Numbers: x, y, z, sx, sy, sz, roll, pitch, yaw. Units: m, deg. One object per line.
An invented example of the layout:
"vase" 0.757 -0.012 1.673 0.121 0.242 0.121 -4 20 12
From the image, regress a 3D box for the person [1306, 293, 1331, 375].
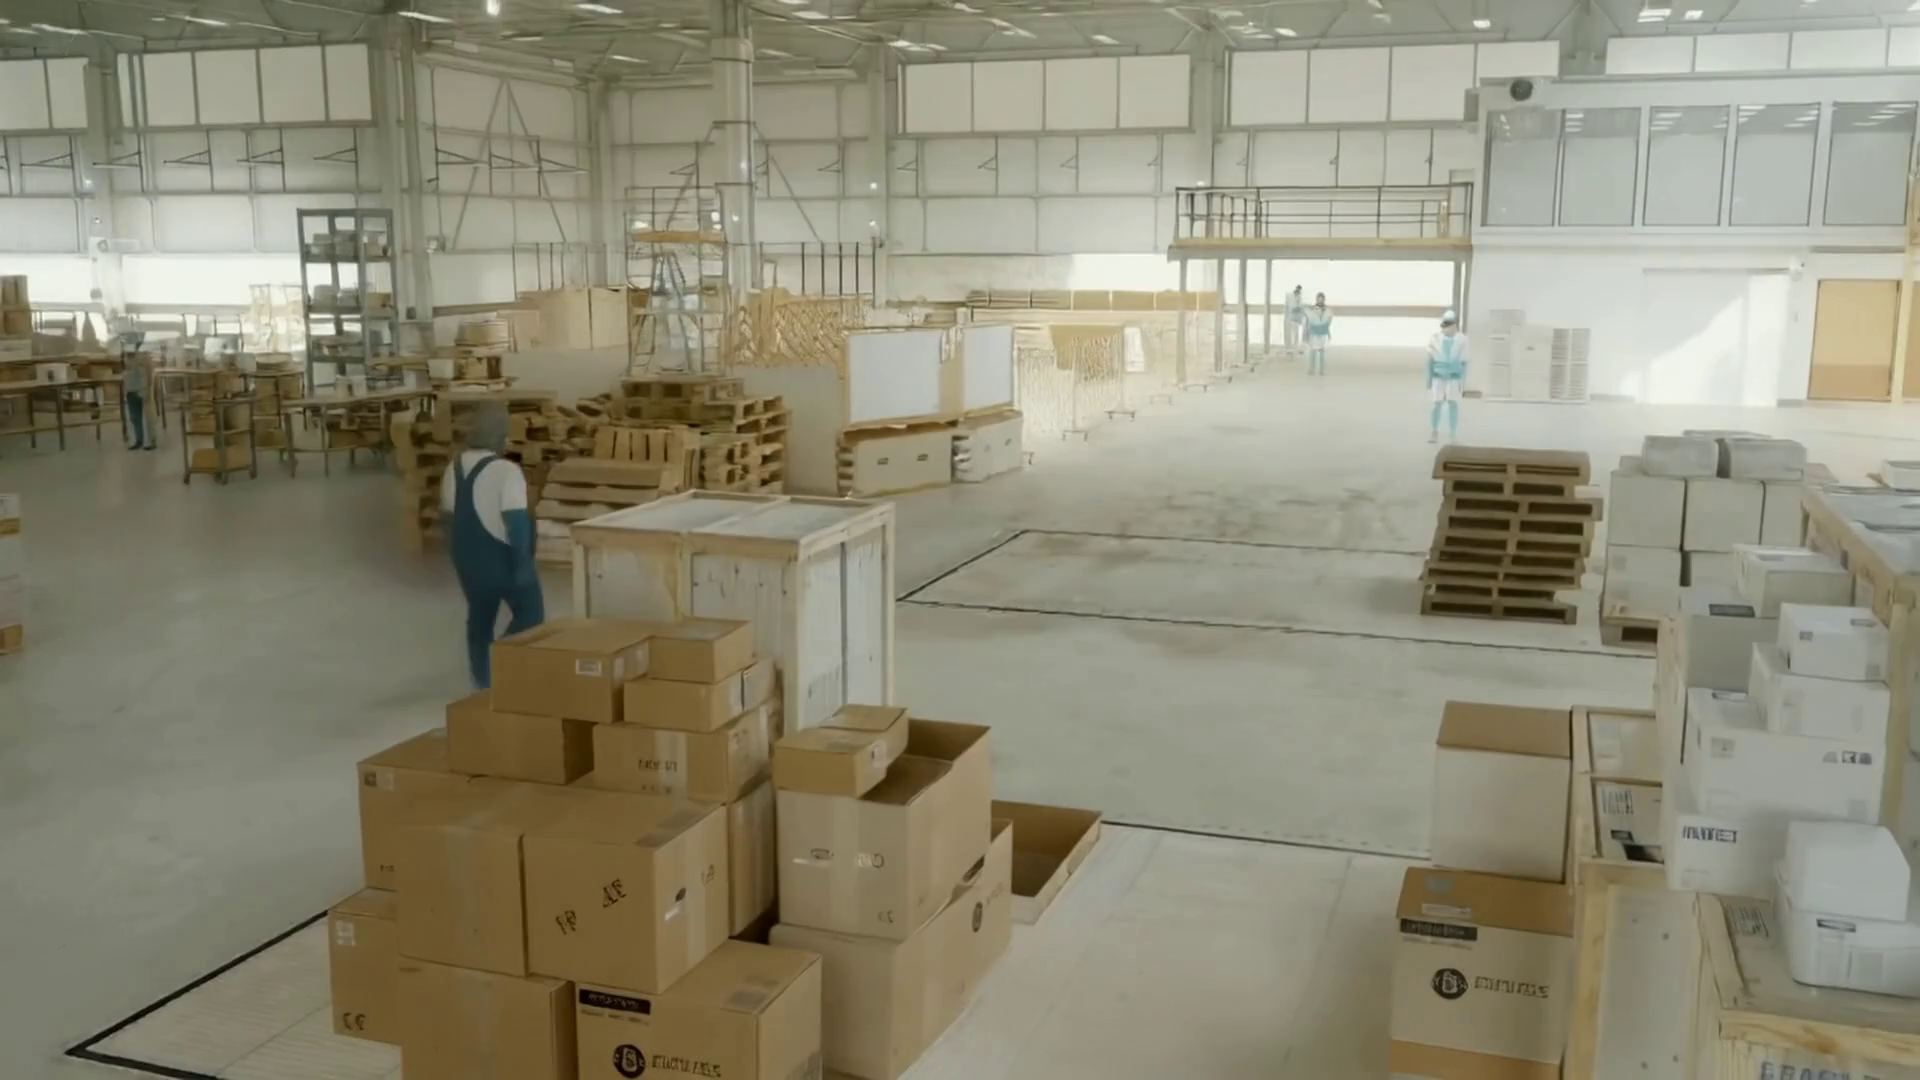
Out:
"person" 8.361 -4.776 38.791 0.570 1.912 0.633 2 10 12

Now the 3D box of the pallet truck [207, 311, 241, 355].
"pallet truck" -19.537 -5.575 44.913 0.653 1.274 1.630 3 11 19

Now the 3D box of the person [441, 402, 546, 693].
"person" -3.031 0.100 10.879 0.709 2.000 0.535 6 12 31

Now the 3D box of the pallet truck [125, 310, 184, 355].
"pallet truck" -22.038 -5.665 45.457 0.704 1.261 1.522 3 11 17

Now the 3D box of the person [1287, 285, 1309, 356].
"person" 9.261 -6.023 45.678 0.589 1.927 0.368 3 11 19

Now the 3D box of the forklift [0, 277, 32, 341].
"forklift" -27.151 -6.329 46.328 1.157 1.987 2.680 3 11 17

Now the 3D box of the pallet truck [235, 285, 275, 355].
"pallet truck" -18.327 -5.835 44.421 0.823 1.965 1.885 4 11 23

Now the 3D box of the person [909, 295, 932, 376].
"person" -0.930 -4.754 38.655 0.577 1.884 0.353 3 11 19

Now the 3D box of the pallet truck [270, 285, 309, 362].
"pallet truck" -17.147 -5.700 43.663 0.823 1.965 1.885 3 11 17

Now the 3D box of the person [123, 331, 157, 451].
"person" -12.117 -2.188 24.525 0.527 1.772 0.305 3 11 19

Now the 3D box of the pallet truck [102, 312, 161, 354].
"pallet truck" -23.057 -5.777 46.261 0.680 1.201 1.601 3 11 19

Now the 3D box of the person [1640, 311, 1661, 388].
"person" 13.472 -3.658 32.500 0.520 1.871 0.326 3 11 19

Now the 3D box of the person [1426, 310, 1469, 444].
"person" 7.420 -2.473 25.362 0.609 2.043 0.376 3 11 19
